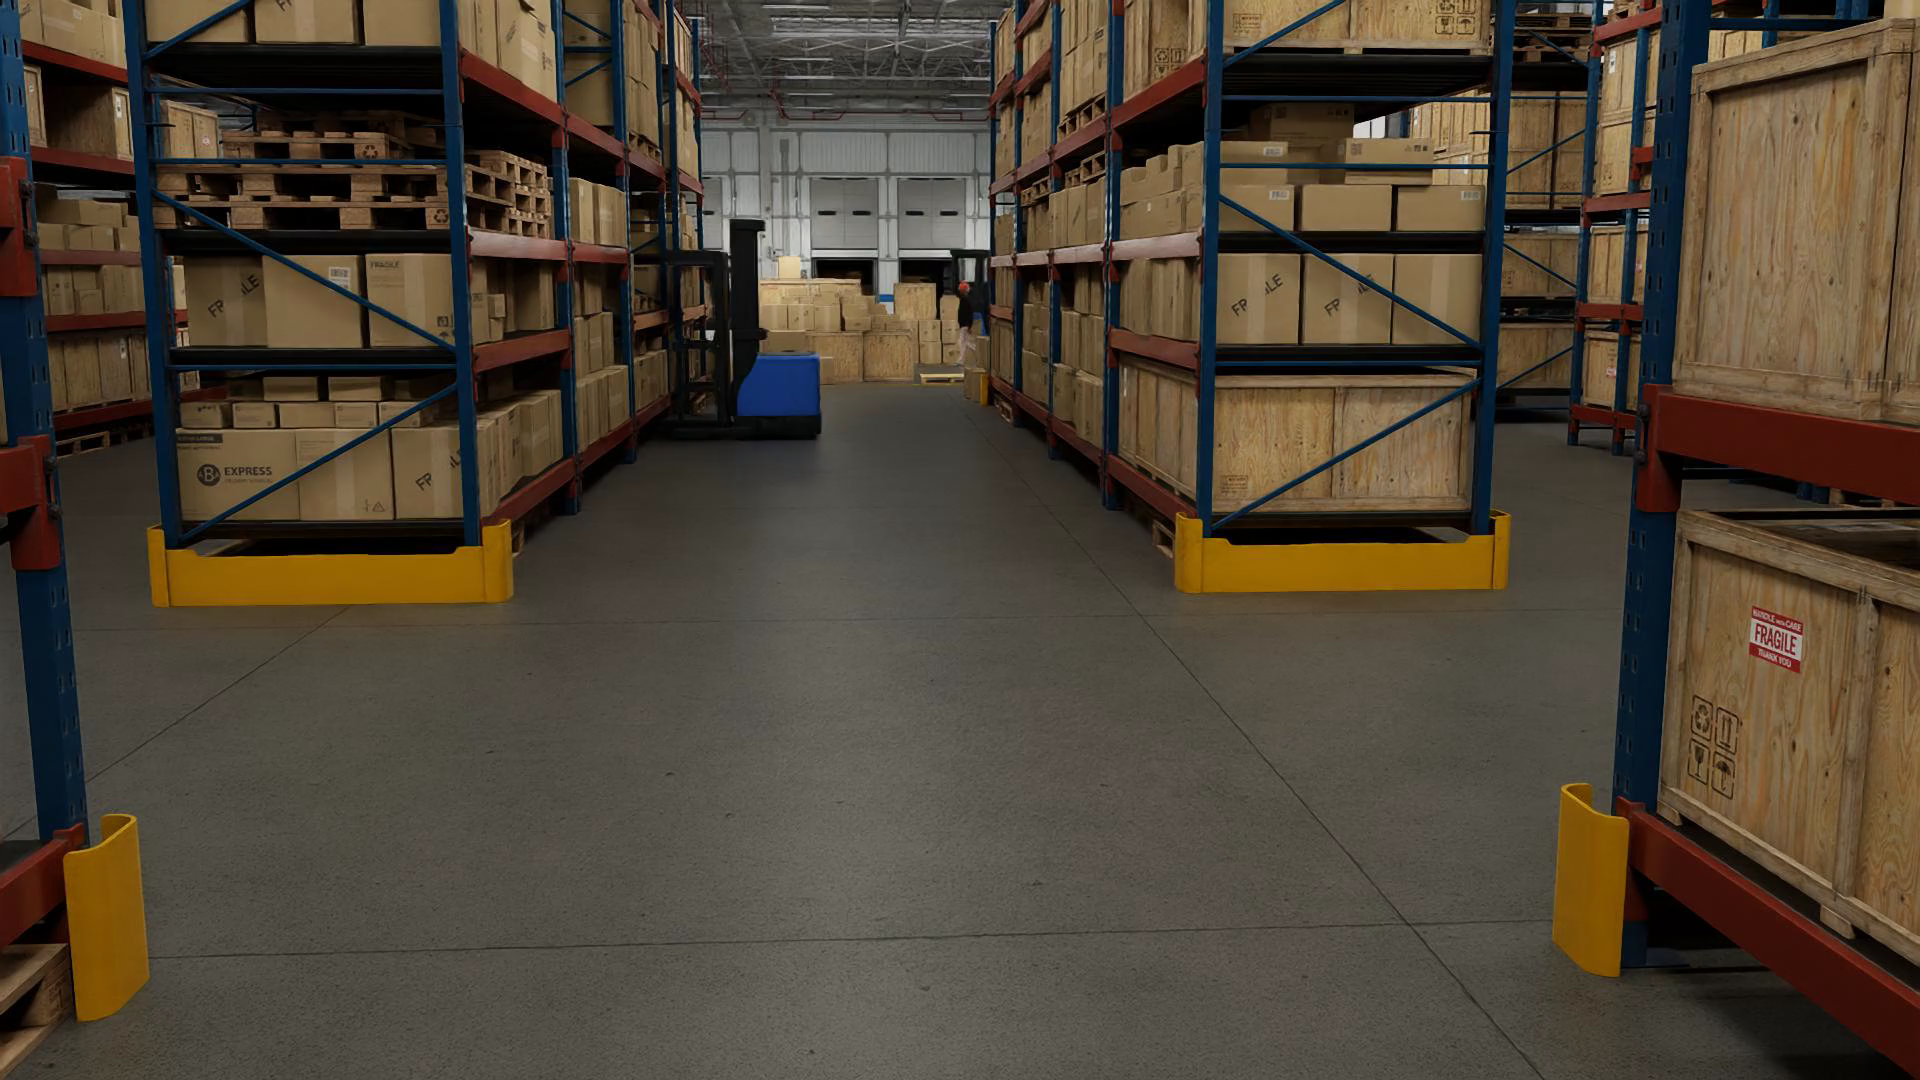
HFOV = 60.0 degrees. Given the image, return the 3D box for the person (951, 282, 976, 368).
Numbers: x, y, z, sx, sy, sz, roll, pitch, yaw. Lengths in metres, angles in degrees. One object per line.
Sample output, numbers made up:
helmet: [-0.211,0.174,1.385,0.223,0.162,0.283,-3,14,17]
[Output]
person: [0.171,-4.931,38.130,0.759,1.975,0.632,-3,10,-20]

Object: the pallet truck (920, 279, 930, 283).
pallet truck: [-0.932,-8.922,63.114,1.885,1.965,0.823,2,9,13]

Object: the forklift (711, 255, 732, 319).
forklift: [-8.368,-8.713,59.038,1.129,2.768,1.873,-1,9,-4]

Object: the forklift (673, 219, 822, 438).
forklift: [-2.767,-2.761,21.667,1.873,2.768,1.129,-1,9,-4]

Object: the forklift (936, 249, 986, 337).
forklift: [0.202,-6.630,45.958,1.129,2.768,1.873,5,10,29]
